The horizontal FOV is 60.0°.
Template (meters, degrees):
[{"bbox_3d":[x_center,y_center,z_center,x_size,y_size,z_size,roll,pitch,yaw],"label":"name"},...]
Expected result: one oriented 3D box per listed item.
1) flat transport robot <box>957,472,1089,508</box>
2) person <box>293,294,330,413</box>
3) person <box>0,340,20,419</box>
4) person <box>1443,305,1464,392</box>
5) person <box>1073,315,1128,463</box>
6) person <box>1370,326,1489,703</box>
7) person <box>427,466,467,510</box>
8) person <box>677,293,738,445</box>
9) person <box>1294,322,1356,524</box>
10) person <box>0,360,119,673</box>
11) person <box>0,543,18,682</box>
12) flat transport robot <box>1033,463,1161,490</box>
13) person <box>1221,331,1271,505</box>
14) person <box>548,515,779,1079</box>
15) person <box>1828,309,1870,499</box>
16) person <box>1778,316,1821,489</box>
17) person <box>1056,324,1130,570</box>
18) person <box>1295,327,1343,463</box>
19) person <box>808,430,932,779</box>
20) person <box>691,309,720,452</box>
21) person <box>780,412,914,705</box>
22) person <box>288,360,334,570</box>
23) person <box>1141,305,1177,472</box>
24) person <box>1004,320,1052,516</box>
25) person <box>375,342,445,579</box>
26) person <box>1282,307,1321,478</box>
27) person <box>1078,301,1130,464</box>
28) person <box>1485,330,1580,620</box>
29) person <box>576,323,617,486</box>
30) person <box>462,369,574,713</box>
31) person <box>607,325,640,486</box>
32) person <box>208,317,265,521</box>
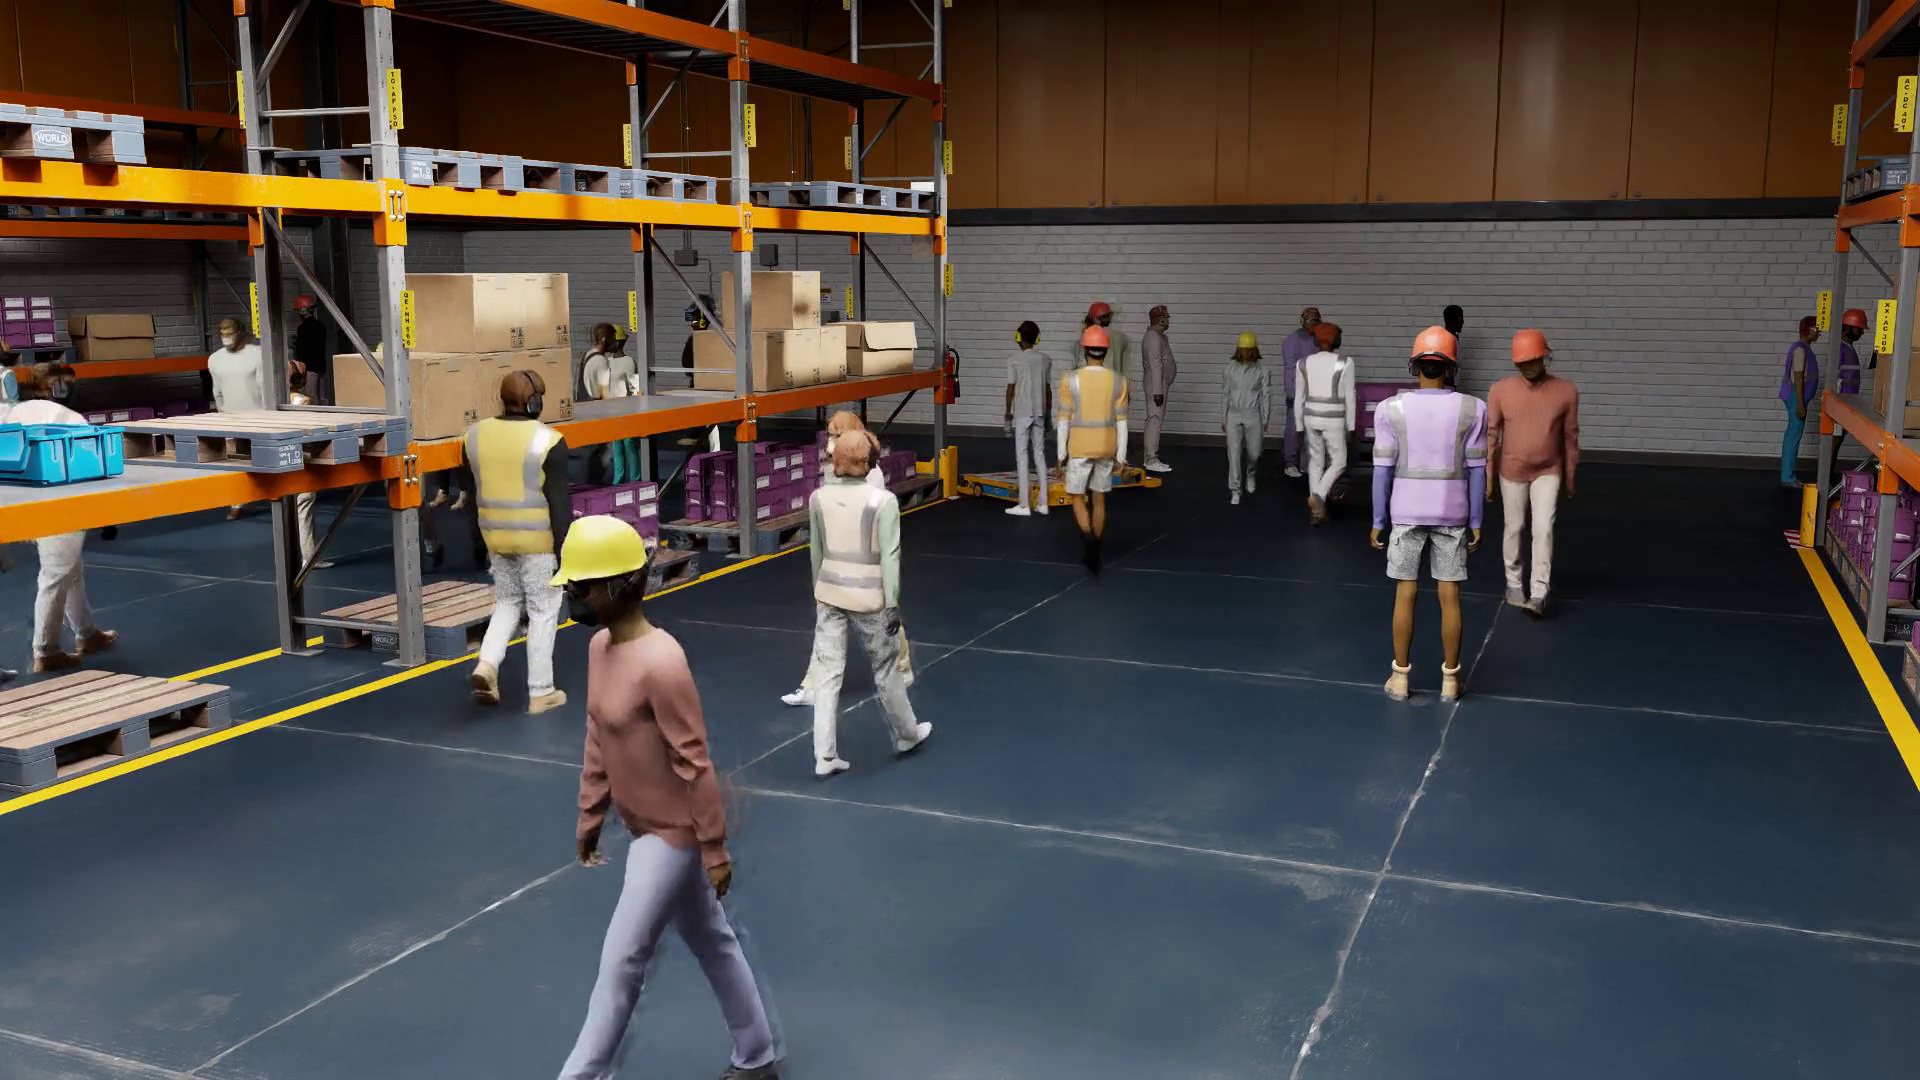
[{"bbox_3d":[0.616,-0.525,16.771,0.652,0.197,1.431,-6,11,-31],"label":"flat transport robot"},{"bbox_3d":[-8.566,-2.240,21.960,0.382,1.993,0.609,1,9,4],"label":"person"},{"bbox_3d":[-9.434,-1.143,16.377,0.514,1.640,0.315,4,10,25],"label":"person"},{"bbox_3d":[5.629,-1.752,19.227,0.391,1.920,0.593,2,10,11],"label":"person"},{"bbox_3d":[1.544,-1.672,19.038,0.551,1.814,0.940,-7,11,-35],"label":"person"},{"bbox_3d":[2.541,-0.134,9.044,0.605,2.045,0.386,2,10,14],"label":"person"},{"bbox_3d":[-4.987,-1.134,16.150,0.540,1.695,0.317,5,10,26],"label":"person"},{"bbox_3d":[-3.273,-2.269,21.990,0.876,2.000,0.676,0,9,0],"label":"person"},{"bbox_3d":[3.296,-1.047,15.125,0.595,1.862,0.549,7,12,36],"label":"person"},{"bbox_3d":[-5.278,-0.159,9.902,0.658,1.808,0.825,4,10,24],"label":"person"},{"bbox_3d":[-5.498,0.093,9.035,0.500,1.592,0.854,3,10,16],"label":"person"},{"bbox_3d":[1.358,-0.650,17.530,1.431,0.197,0.652,-6,11,-31],"label":"flat transport robot"},{"bbox_3d":[2.859,-1.230,16.668,0.487,1.729,0.546,2,10,10],"label":"person"},{"bbox_3d":[-0.892,0.785,4.454,0.923,1.706,0.540,-5,11,-29],"label":"person"},{"bbox_3d":[9.035,-1.393,17.008,0.369,1.933,0.543,7,12,37],"label":"person"},{"bbox_3d":[8.944,-1.467,17.748,0.389,1.837,0.563,5,10,27],"label":"person"},{"bbox_3d":[1.030,-0.694,12.816,0.561,1.923,0.697,-1,9,-5],"label":"person"},{"bbox_3d":[4.272,-1.691,19.622,0.742,1.670,0.539,3,10,16],"label":"person"},{"bbox_3d":[-0.448,0.281,7.840,0.534,1.595,0.814,5,11,29],"label":"person"},{"bbox_3d":[-3.011,-1.800,19.710,0.323,1.862,0.510,-1,9,-8],"label":"person"},{"bbox_3d":[-0.575,0.096,9.019,0.847,1.587,0.514,-9,13,-44],"label":"person"},{"bbox_3d":[-5.173,-0.579,12.960,0.512,1.642,0.311,5,11,28],"label":"person"},{"bbox_3d":[2.297,-1.746,19.221,0.409,1.909,0.652,1,9,4],"label":"person"},{"bbox_3d":[0.659,-1.157,15.847,0.526,1.851,0.383,-5,10,-26],"label":"person"},{"bbox_3d":[-4.198,-0.600,12.573,0.607,1.811,0.417,3,10,15],"label":"person"},{"bbox_3d":[3.912,-1.659,18.715,0.643,1.905,0.399,-7,11,-35],"label":"person"},{"bbox_3d":[1.593,-1.688,18.692,0.620,1.965,0.440,-6,11,-31],"label":"person"},{"bbox_3d":[3.858,-0.449,11.259,0.646,1.928,1.024,3,10,17],"label":"person"},{"bbox_3d":[-3.531,-1.204,16.232,0.538,1.804,0.538,-5,10,-26],"label":"person"},{"bbox_3d":[-2.305,0.023,8.730,0.636,1.833,0.527,3,10,18],"label":"person"},{"bbox_3d":[-3.506,-1.320,17.074,0.533,1.767,0.326,8,13,41],"label":"person"},{"bbox_3d":[-6.736,-1.166,15.739,0.630,1.907,0.851,0,9,0],"label":"person"}]
